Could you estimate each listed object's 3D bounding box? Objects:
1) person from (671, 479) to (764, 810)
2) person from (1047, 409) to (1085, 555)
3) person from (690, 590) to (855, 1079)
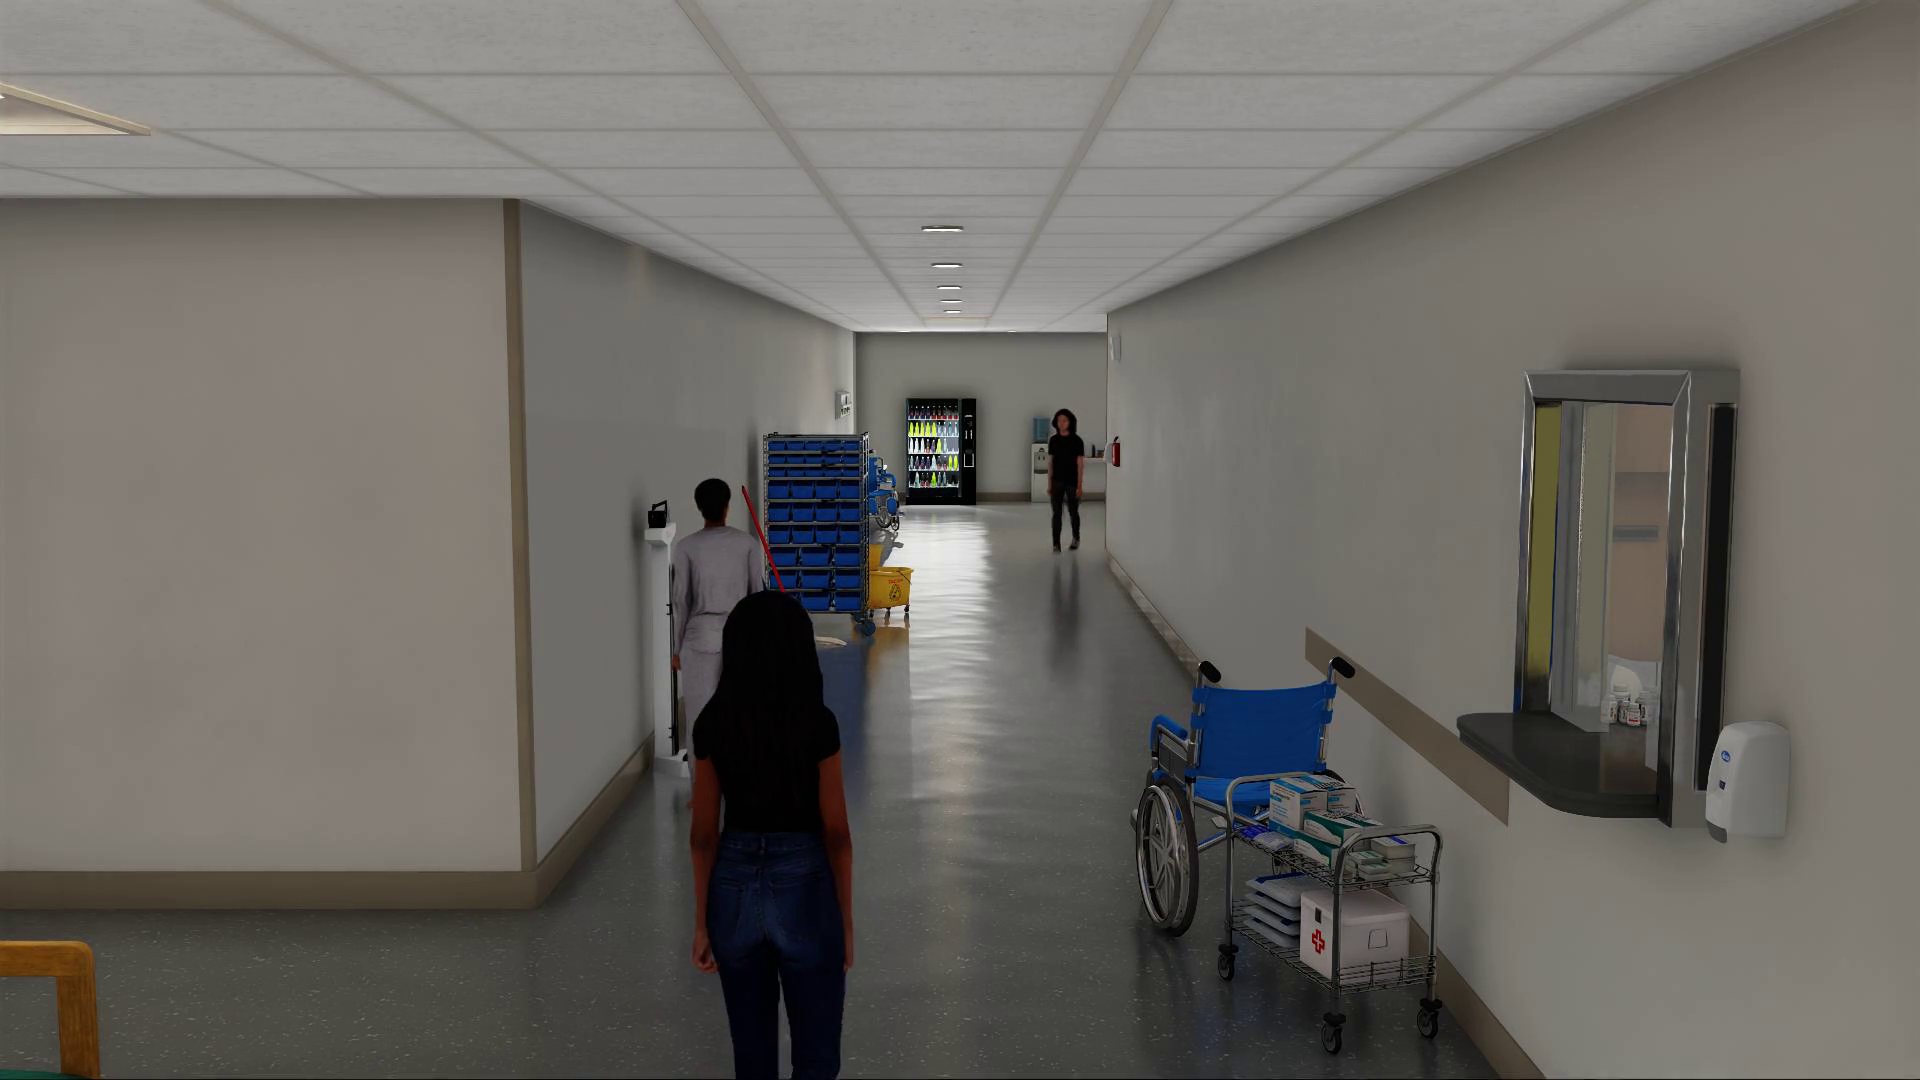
[{"bbox_3d":[-1.249,0.542,8.651,0.587,1.740,0.756,-2,6,-17],"label":"person"},{"bbox_3d":[1.358,-0.717,20.822,1.206,1.796,0.972,2,6,19],"label":"person"},{"bbox_3d":[-0.472,1.002,4.178,0.959,1.719,0.651,0,6,1],"label":"person"}]
